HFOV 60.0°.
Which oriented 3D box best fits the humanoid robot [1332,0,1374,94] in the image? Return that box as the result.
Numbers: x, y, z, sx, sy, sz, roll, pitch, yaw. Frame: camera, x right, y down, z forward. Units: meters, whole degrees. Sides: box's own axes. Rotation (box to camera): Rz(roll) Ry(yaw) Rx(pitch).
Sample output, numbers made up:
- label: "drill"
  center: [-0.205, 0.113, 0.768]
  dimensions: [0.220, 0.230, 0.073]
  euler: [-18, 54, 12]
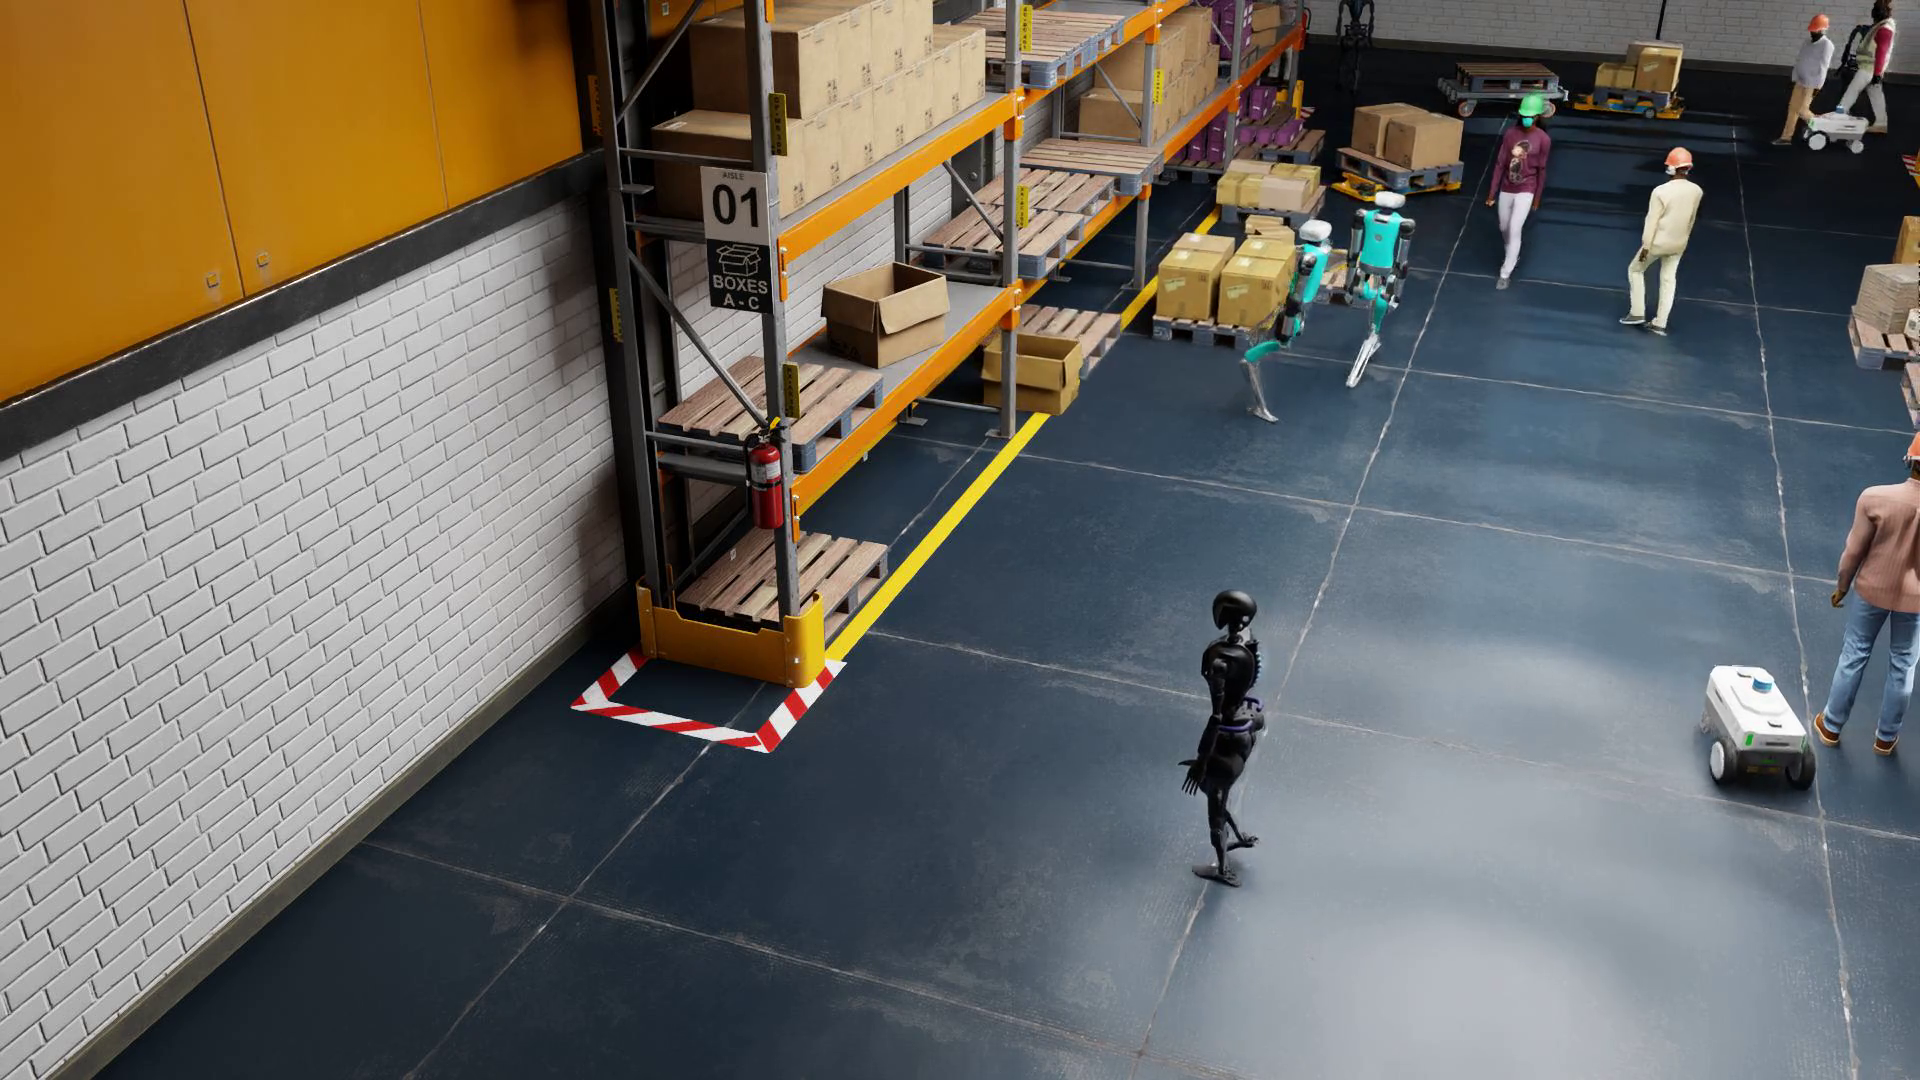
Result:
- label: "humanoid robot"
  center: [5.897, -7.559, 24.903]
  dimensions: [0.609, 1.626, 0.692]
  euler: [-1, 27, -3]

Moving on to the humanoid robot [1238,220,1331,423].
- label: "humanoid robot"
  center: [2.546, -1.756, 13.590]
  dimensions: [0.833, 1.806, 0.580]
  euler: [11, 29, 21]

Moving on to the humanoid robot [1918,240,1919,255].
- label: "humanoid robot"
  center: [9.238, -2.839, 15.509]
  dimensions: [0.533, 1.677, 0.735]
  euler: [12, 30, 23]

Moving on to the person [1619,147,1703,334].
- label: "person"
  center: [6.576, -2.812, 15.598]
  dimensions: [0.596, 1.730, 0.545]
  euler: [-9, 29, -16]

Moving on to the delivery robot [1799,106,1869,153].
- label: "delivery robot"
  center: [11.527, -5.419, 21.941]
  dimensions: [0.760, 0.586, 0.499]
  euler: [7, 28, 12]

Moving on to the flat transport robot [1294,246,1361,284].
- label: "flat transport robot"
  center: [3.547, -2.744, 17.072]
  dimensions: [0.659, 0.231, 1.431]
  euler: [21, 34, 35]

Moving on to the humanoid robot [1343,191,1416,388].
- label: "humanoid robot"
  center: [3.699, -2.246, 14.571]
  dimensions: [0.572, 1.765, 1.057]
  euler: [14, 31, 26]

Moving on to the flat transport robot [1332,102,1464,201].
- label: "flat transport robot"
  center: [5.295, -4.342, 20.172]
  dimensions: [1.431, 0.231, 0.659]
  euler: [-12, 30, -22]

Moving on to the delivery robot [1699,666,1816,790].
- label: "delivery robot"
  center: [4.496, 1.043, 9.422]
  dimensions: [0.499, 0.601, 0.802]
  euler: [2, 27, 4]

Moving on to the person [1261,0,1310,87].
- label: "person"
  center: [4.975, -7.791, 25.085]
  dimensions: [0.677, 1.908, 0.418]
  euler: [24, 36, 38]

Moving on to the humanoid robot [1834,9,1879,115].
- label: "humanoid robot"
  center: [12.268, -6.438, 22.709]
  dimensions: [0.378, 1.637, 0.601]
  euler: [-24, 36, -38]

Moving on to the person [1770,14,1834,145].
- label: "person"
  center: [11.169, -6.030, 21.855]
  dimensions: [0.496, 1.725, 0.629]
  euler: [-3, 27, -6]

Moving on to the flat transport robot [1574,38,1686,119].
- label: "flat transport robot"
  center: [9.638, -6.273, 23.918]
  dimensions: [1.431, 0.231, 0.659]
  euler: [13, 30, 24]

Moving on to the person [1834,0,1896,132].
- label: "person"
  center: [12.332, -6.438, 22.584]
  dimensions: [0.933, 1.797, 0.628]
  euler: [14, 31, 26]

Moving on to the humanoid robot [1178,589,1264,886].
- label: "humanoid robot"
  center: [1.318, 0.992, 8.293]
  dimensions: [0.338, 1.648, 0.600]
  euler: [13, 30, 23]

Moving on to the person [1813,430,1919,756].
- label: "person"
  center: [5.229, 0.289, 9.308]
  dimensions: [0.608, 1.995, 0.379]
  euler: [12, 30, 22]

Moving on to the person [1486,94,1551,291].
- label: "person"
  center: [5.664, -3.571, 16.894]
  dimensions: [0.501, 1.925, 0.873]
  euler: [20, 33, 33]
